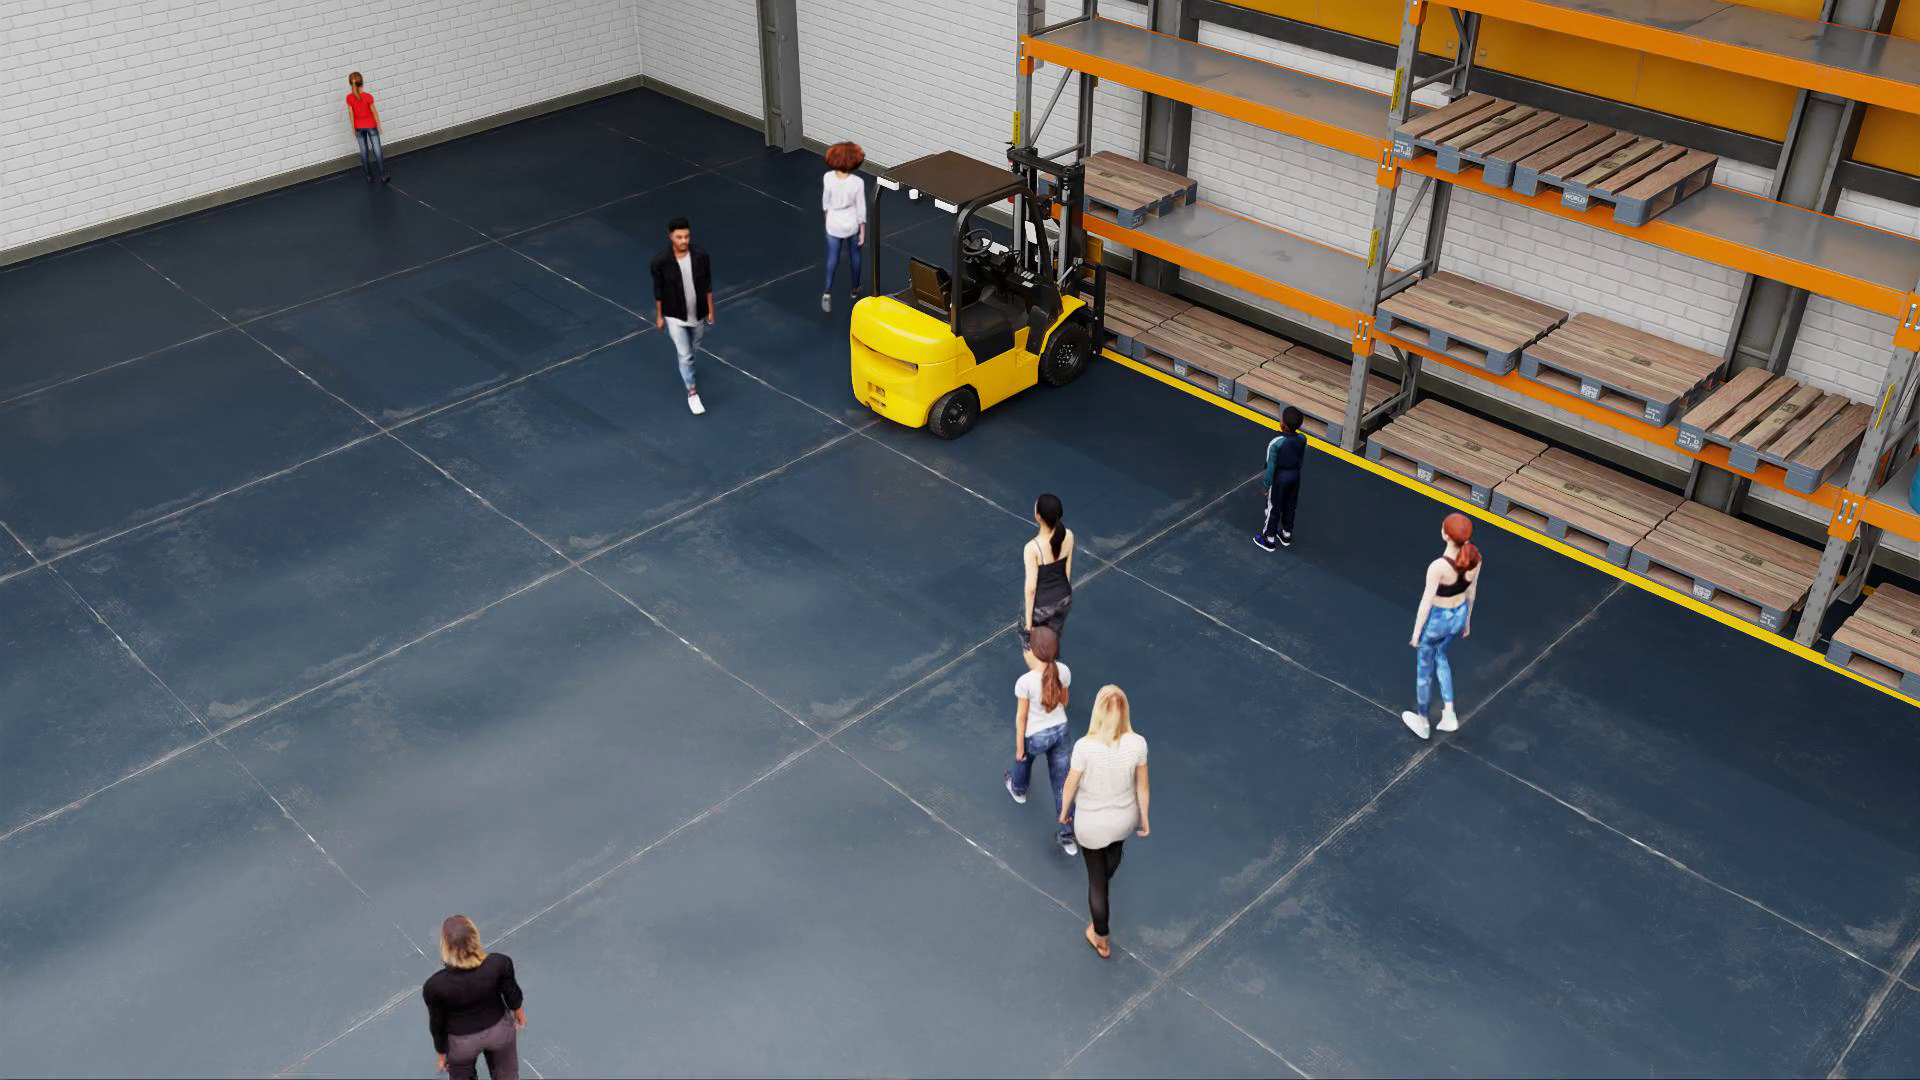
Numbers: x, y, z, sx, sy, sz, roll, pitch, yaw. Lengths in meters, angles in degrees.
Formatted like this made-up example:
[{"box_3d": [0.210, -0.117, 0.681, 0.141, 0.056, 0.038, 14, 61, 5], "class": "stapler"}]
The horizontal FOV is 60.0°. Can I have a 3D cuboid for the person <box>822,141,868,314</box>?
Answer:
[{"box_3d": [-1.195, -3.115, 16.643, 1.090, 1.685, 1.055, 6, 34, 10], "class": "person"}]

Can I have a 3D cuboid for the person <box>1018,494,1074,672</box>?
[{"box_3d": [0.641, 0.496, 11.183, 0.628, 1.714, 0.654, -19, 38, -26], "class": "person"}]

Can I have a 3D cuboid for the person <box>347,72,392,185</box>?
[{"box_3d": [-7.008, -4.861, 19.608, 0.569, 1.309, 0.617, -3, 34, -5], "class": "person"}]

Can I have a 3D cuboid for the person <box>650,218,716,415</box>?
[{"box_3d": [-2.507, -2.114, 15.056, 0.950, 1.773, 1.252, -15, 37, -22], "class": "person"}]

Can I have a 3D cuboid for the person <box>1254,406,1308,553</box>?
[{"box_3d": [2.541, -0.493, 13.085, 0.553, 1.256, 0.546, -16, 37, -22], "class": "person"}]

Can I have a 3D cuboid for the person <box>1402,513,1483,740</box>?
[{"box_3d": [3.216, 0.639, 10.916, 0.728, 1.772, 0.814, -11, 35, -16], "class": "person"}]

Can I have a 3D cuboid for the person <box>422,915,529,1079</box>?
[{"box_3d": [-2.356, 2.519, 8.186, 0.681, 1.662, 0.629, -13, 36, -18], "class": "person"}]

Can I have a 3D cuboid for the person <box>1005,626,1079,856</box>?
[{"box_3d": [0.558, 1.245, 10.232, 0.853, 1.520, 1.158, -12, 35, -17], "class": "person"}]

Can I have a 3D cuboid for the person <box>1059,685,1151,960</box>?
[{"box_3d": [0.843, 1.639, 9.385, 0.988, 1.801, 1.114, -5, 34, -8], "class": "person"}]
